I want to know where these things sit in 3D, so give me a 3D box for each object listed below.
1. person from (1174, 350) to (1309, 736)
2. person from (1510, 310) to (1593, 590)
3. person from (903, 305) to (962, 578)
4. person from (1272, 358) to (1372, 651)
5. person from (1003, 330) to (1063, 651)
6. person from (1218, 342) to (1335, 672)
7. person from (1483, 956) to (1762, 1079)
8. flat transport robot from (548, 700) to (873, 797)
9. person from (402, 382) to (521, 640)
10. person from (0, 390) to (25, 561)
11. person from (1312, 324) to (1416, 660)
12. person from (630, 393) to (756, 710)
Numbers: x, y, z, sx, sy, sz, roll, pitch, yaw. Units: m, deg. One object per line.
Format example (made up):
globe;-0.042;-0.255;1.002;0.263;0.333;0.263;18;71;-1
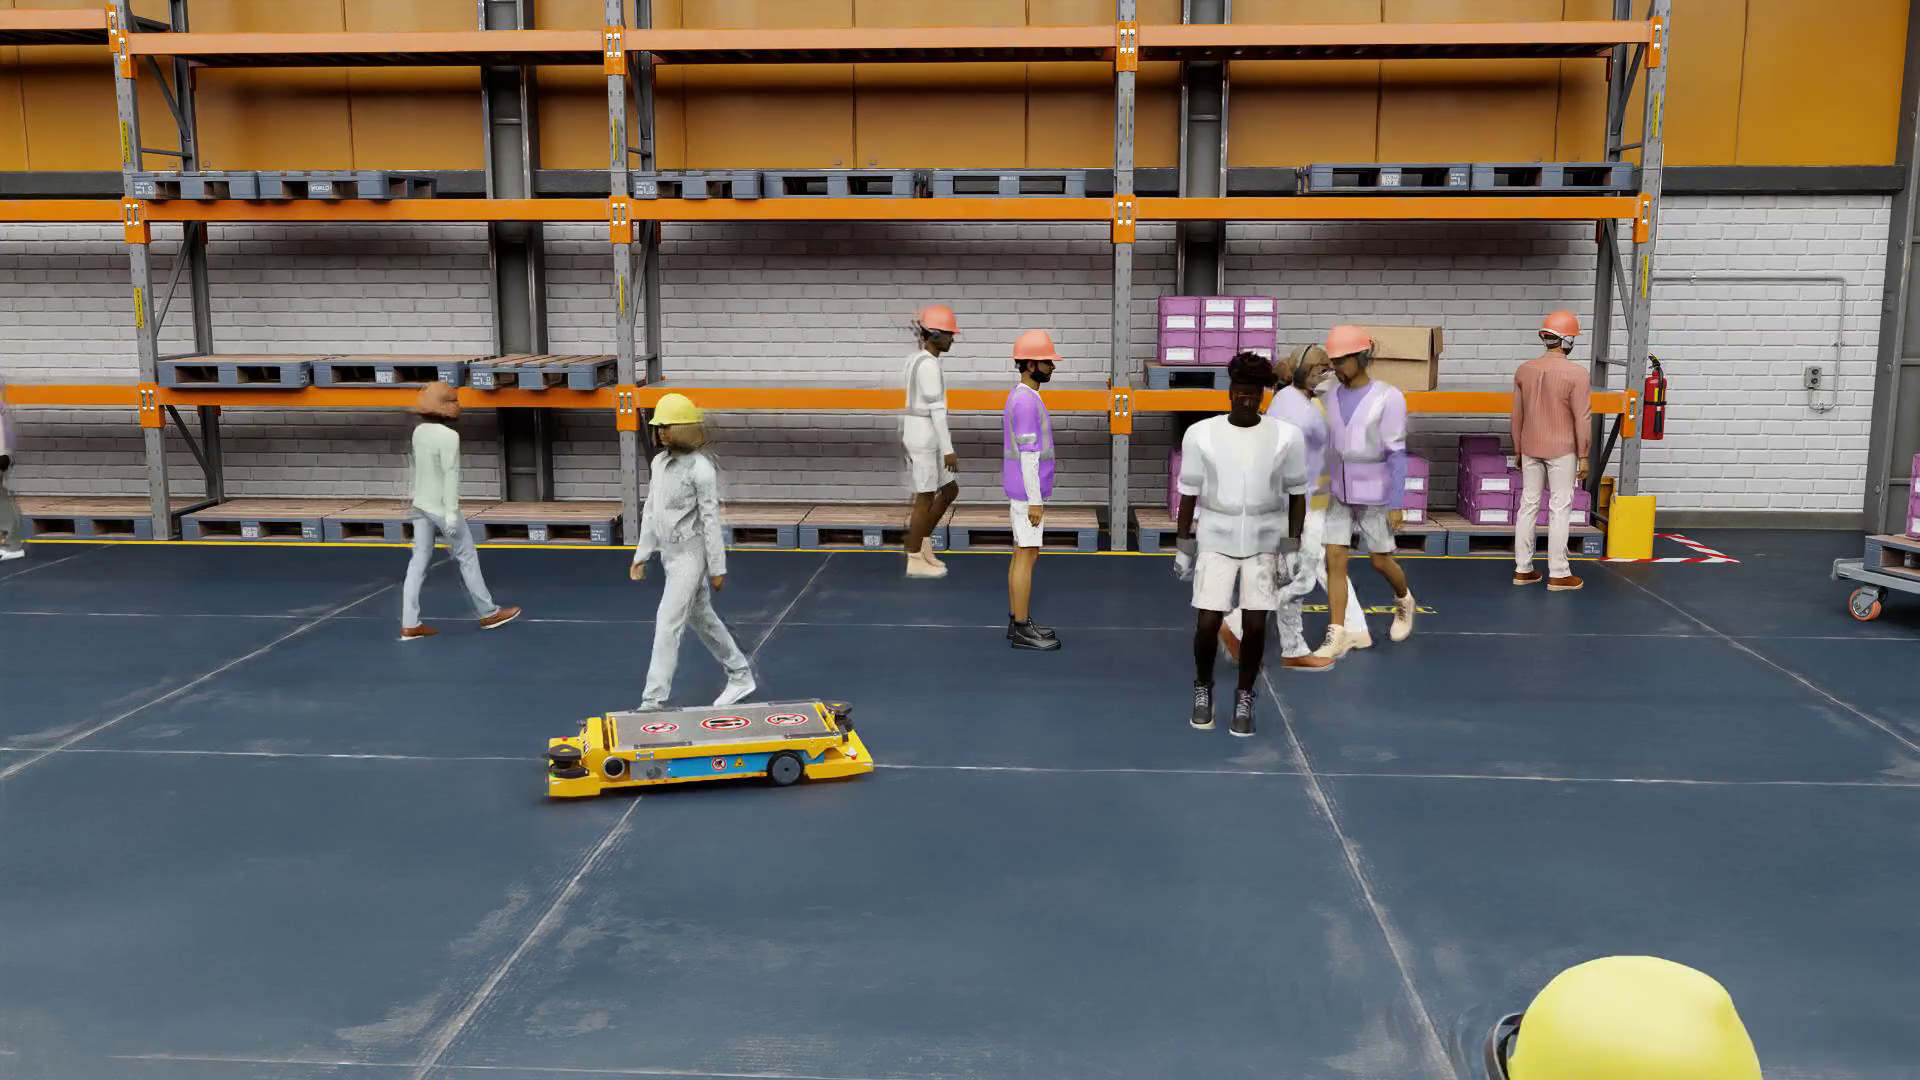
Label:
person;1.396;0.032;8.249;0.642;1.943;0.485;1;10;6
person;4.239;-0.639;11.911;0.382;1.993;0.622;-7;12;-37
person;-0.209;-0.710;12.257;0.474;2.017;0.605;0;10;-2
person;2.065;-0.218;10.091;0.995;1.786;0.620;2;10;11
person;0.440;-0.303;10.114;0.355;1.938;0.545;0;10;-2
person;1.798;-0.158;9.355;0.663;1.912;0.648;0;10;-1
person;0.624;1.250;1.661;0.533;1.722;0.873;-8;13;-41
flat transport robot;-1.163;0.945;7.683;1.431;0.197;0.652;-2;10;-13
person;-3.197;-0.191;10.460;0.518;1.596;0.810;8;13;40
person;-7.581;-0.740;12.789;0.631;1.901;0.619;-7;12;-36
person;2.435;-0.298;9.960;0.983;1.995;0.635;-9;13;-43
person;-1.398;0.089;8.530;0.909;1.698;0.488;-8;12;-38
